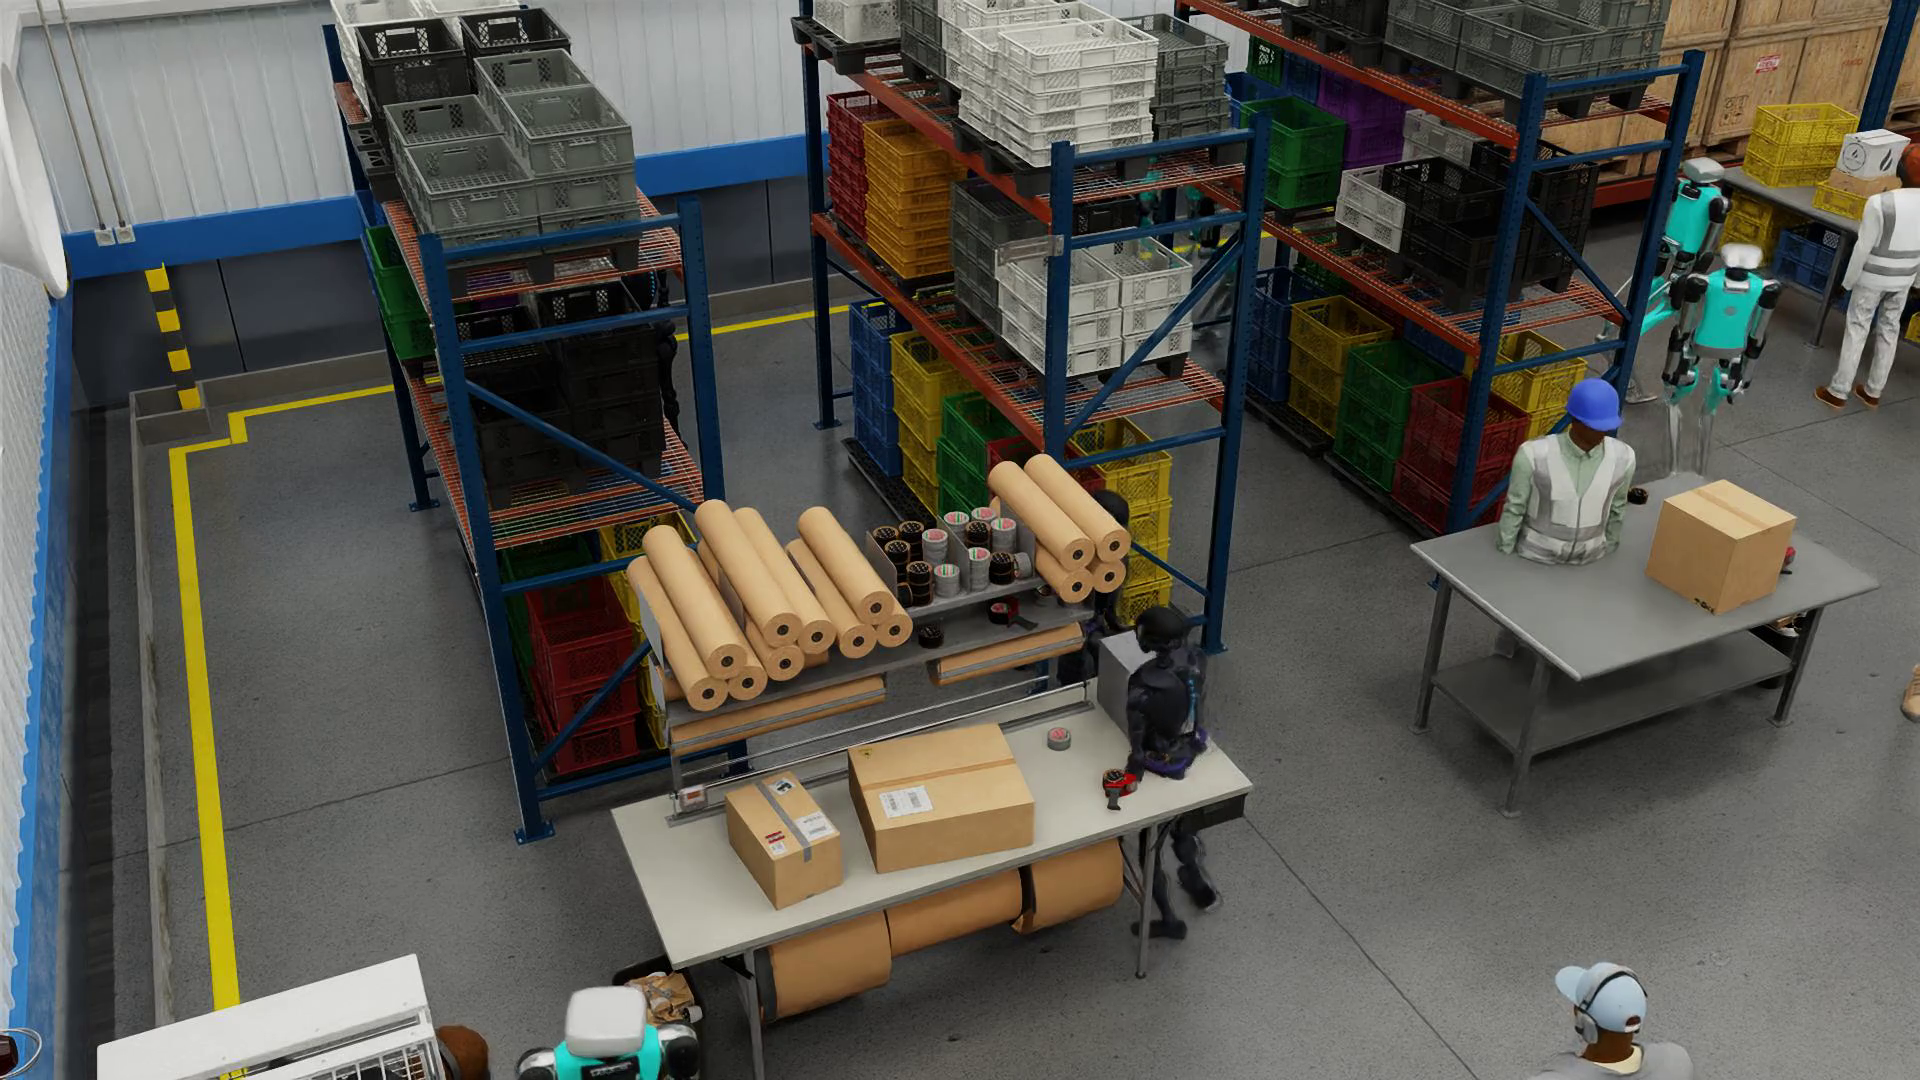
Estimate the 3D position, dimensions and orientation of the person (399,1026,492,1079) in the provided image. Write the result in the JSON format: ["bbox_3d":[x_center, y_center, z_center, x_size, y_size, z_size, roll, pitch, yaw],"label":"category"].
[{"bbox_3d":[-1.438,2.157,4.980,0.623,1.835,0.431,27,41,37],"label":"person"}]

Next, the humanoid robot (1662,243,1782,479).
[{"bbox_3d":[4.617,-1.078,10.345,0.532,1.794,0.810,8,32,12],"label":"humanoid robot"}]

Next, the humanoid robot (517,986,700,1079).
[{"bbox_3d":[-0.970,2.192,5.028,0.539,1.817,0.663,-9,33,-14],"label":"humanoid robot"}]

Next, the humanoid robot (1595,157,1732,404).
[{"bbox_3d":[4.671,-1.727,11.281,0.733,1.690,0.531,-10,33,-16],"label":"humanoid robot"}]

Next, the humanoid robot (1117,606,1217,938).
[{"bbox_3d":[0.883,0.995,7.022,0.394,1.640,0.592,18,36,27],"label":"humanoid robot"}]

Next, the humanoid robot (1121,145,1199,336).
[{"bbox_3d":[1.517,-2.358,12.348,0.692,1.746,0.544,-18,36,-26],"label":"humanoid robot"}]

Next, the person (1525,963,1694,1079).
[{"bbox_3d":[1.881,2.013,5.194,0.587,1.850,0.393,-10,33,-15],"label":"person"}]

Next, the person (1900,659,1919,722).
[{"bbox_3d":[5.148,0.068,8.179,0.601,2.035,0.396,12,34,19],"label":"person"}]

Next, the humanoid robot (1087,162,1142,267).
[{"bbox_3d":[1.091,-2.290,12.332,0.599,1.657,0.315,18,36,26],"label":"humanoid robot"}]

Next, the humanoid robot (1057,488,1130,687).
[{"bbox_3d":[0.583,0.449,7.892,0.388,1.639,0.590,12,33,18],"label":"humanoid robot"}]

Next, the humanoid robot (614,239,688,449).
[{"bbox_3d":[-2.036,-1.278,10.690,0.315,1.655,0.599,19,36,28],"label":"humanoid robot"}]

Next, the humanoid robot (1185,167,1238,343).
[{"bbox_3d":[1.940,-2.314,12.278,0.670,1.751,0.532,-3,32,-5],"label":"humanoid robot"}]

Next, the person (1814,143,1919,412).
[{"bbox_3d":[6.270,-1.761,11.289,0.583,1.882,0.337,-1,32,-2],"label":"person"}]

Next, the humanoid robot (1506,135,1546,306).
[{"bbox_3d":[4.004,-2.219,12.237,0.612,1.635,0.525,-7,32,-12],"label":"humanoid robot"}]

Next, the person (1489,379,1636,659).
[{"bbox_3d":[2.949,0.081,8.239,0.613,1.946,0.388,-1,32,-1],"label":"person"}]
